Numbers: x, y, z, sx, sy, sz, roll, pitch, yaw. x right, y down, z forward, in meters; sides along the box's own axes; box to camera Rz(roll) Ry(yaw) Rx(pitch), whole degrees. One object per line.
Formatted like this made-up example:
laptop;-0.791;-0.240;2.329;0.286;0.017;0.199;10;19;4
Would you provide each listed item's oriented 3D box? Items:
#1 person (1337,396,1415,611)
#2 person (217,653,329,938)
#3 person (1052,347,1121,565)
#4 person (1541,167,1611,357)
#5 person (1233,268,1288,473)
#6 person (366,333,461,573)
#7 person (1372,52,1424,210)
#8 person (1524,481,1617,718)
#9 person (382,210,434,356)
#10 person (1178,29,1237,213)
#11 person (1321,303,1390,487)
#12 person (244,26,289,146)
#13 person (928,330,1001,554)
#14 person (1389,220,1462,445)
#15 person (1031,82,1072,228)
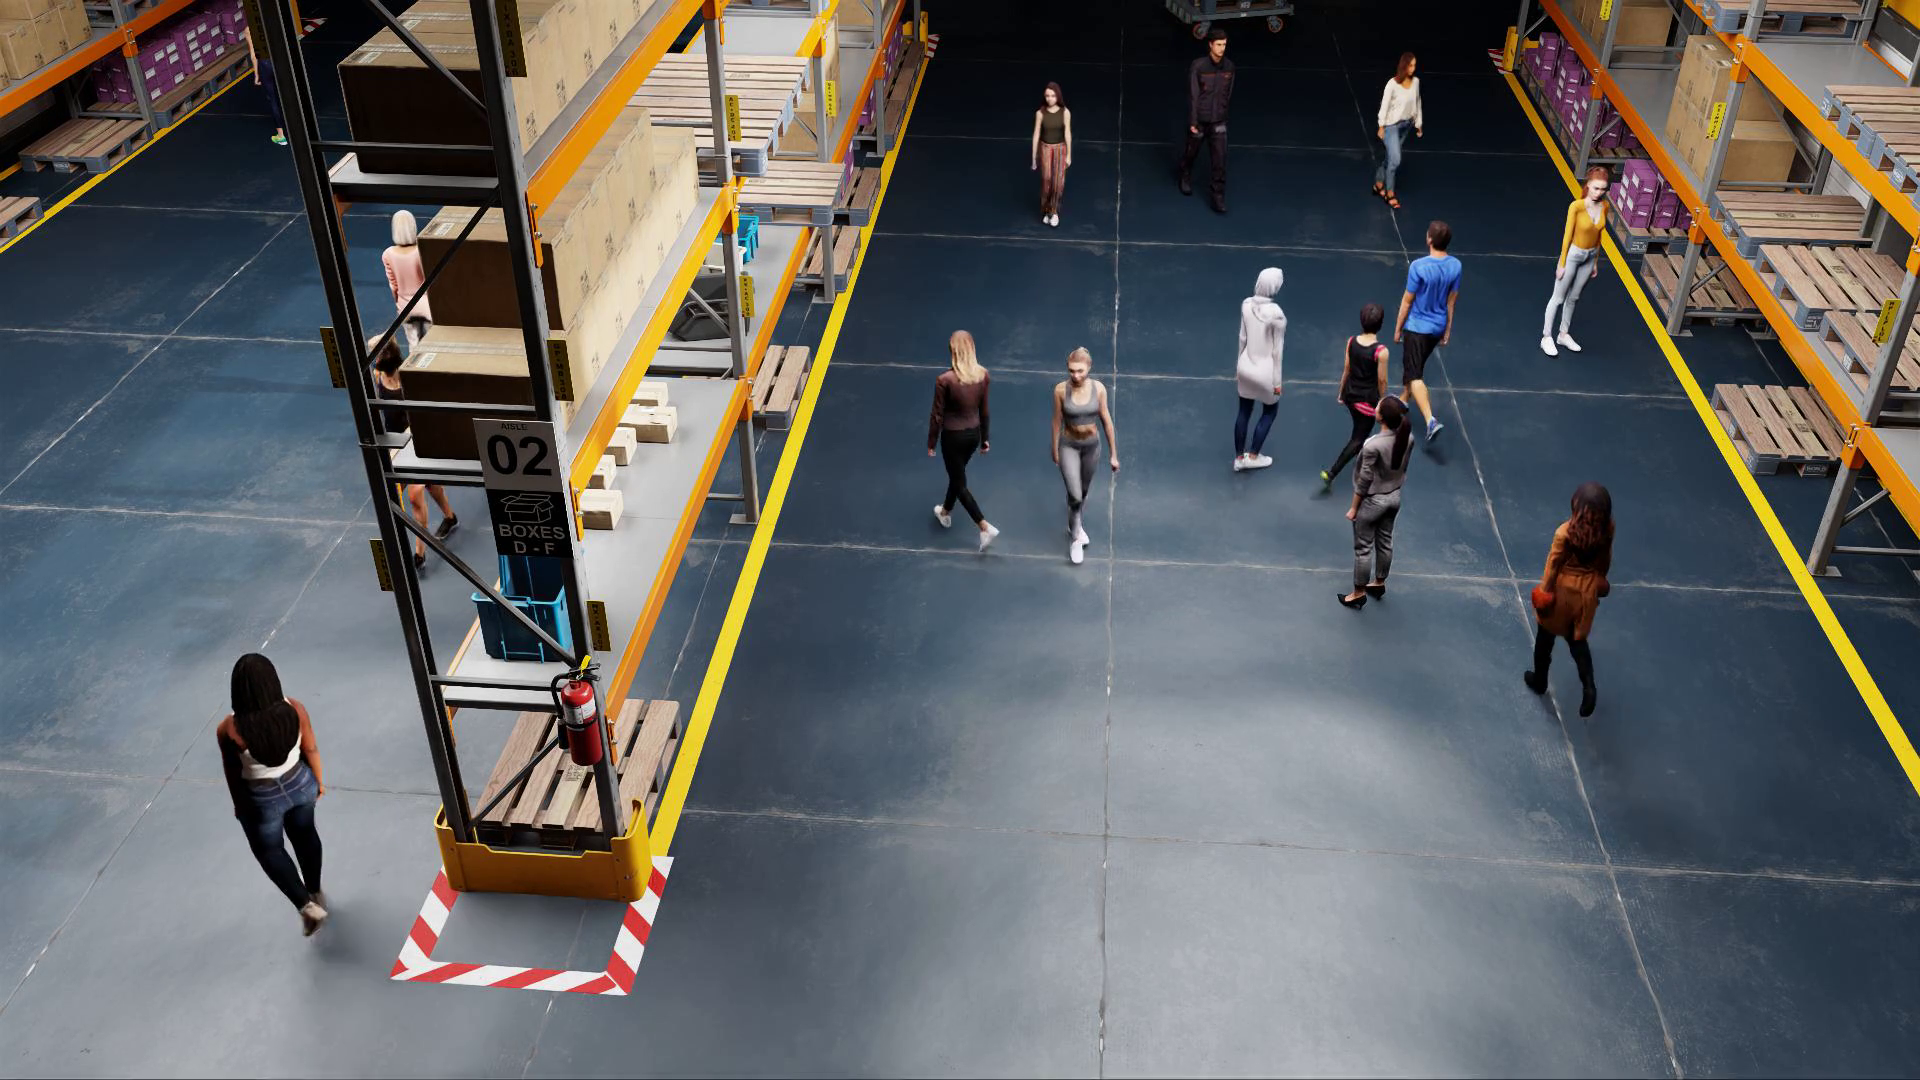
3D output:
person;2.942;-0.258;11.731;0.730;1.677;0.770;-20;38;-27
person;-3.682;1.437;9.077;0.949;1.792;1.021;-23;40;-30
person;0.869;-0.707;12.405;0.747;1.679;0.872;-9;35;-13
person;5.599;-2.537;15.092;0.651;1.753;0.659;-10;35;-14
person;2.345;-1.309;13.229;0.806;1.769;0.737;-26;42;-34
person;-4.044;-0.767;12.392;0.756;1.793;1.127;9;35;14
person;4.710;-4.522;18.157;0.829;1.666;0.906;-19;38;-26
person;3.951;0.430;10.678;0.829;1.698;1.038;-5;34;-8
person;-4.661;-2.012;14.328;0.617;1.724;0.542;0;34;0
person;2.639;-4.593;18.056;0.957;1.894;1.325;-7;34;-11
person;3.128;-1.092;13.132;1.027;1.515;0.974;-22;40;-30
person;-8.131;-5.553;19.675;0.671;1.702;0.740;-27;42;-34
person;0.055;-0.708;12.418;1.040;1.666;1.181;-19;38;-27
person;3.883;-1.685;13.737;0.878;1.833;1.295;-7;34;-11
person;0.985;-4.125;17.664;0.587;1.550;0.657;6;34;8
